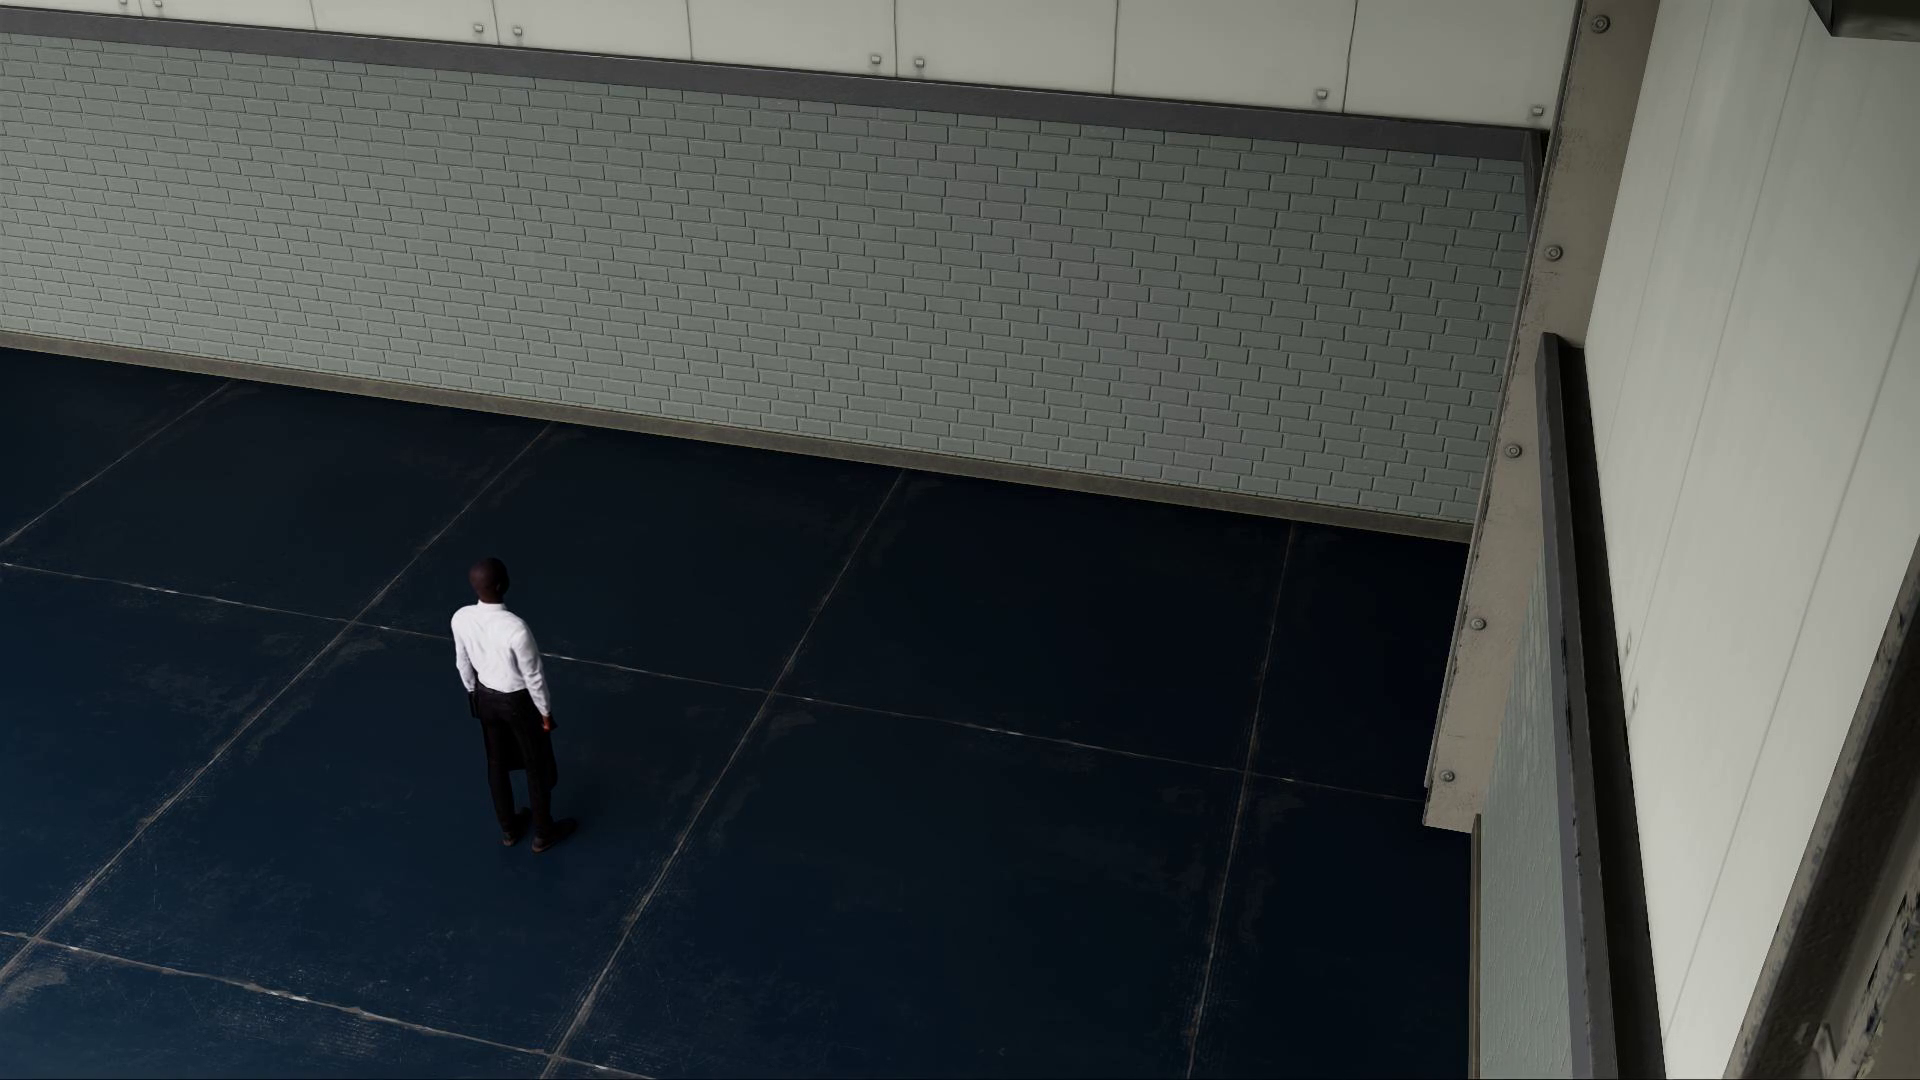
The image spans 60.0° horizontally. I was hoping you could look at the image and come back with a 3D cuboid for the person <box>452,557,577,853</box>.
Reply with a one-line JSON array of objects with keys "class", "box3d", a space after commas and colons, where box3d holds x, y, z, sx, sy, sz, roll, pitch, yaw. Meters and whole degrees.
[{"class": "person", "box3d": [-2.423, 0.893, 8.928, 0.652, 1.836, 0.533, 10, 34, 16]}]
